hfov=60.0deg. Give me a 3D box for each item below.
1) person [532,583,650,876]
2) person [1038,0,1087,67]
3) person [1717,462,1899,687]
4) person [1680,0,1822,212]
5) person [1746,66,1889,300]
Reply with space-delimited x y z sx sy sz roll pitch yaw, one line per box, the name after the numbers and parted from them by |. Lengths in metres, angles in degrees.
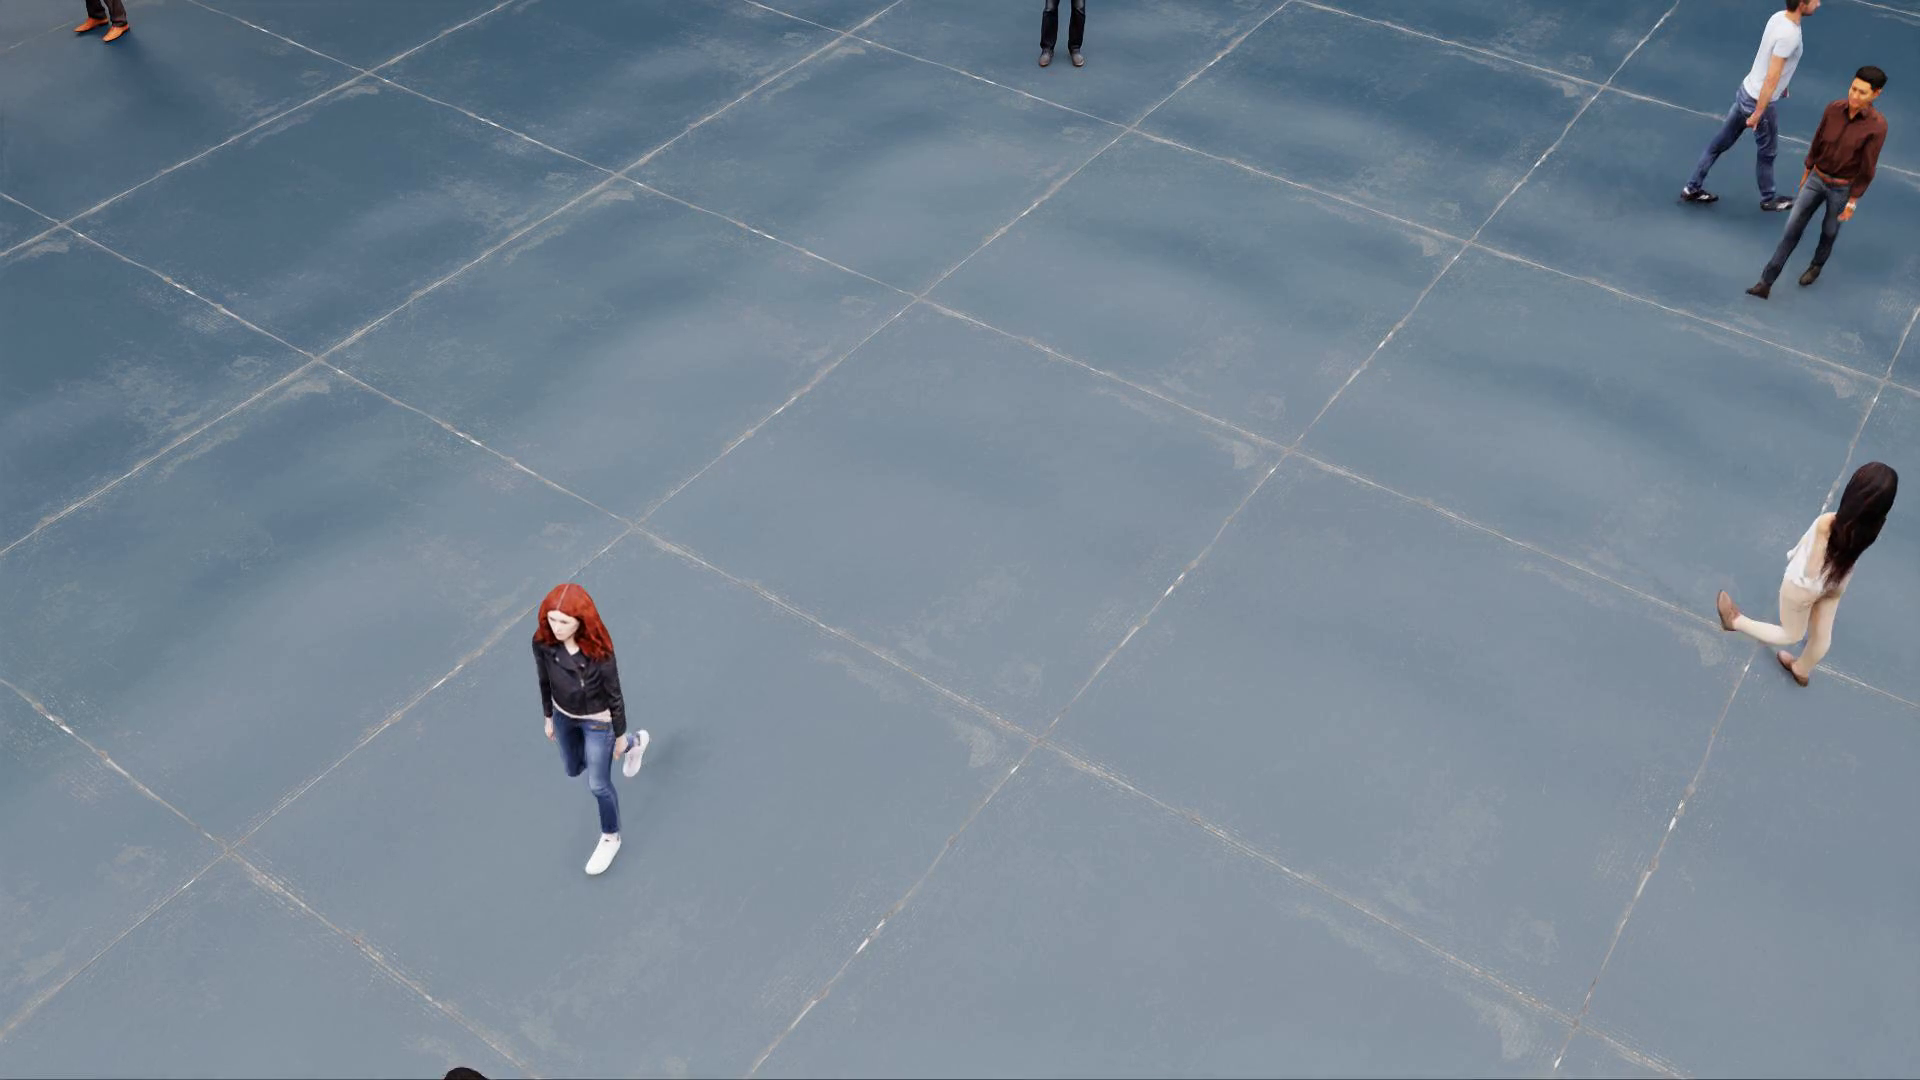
-1.763 0.825 8.032 0.957 1.776 0.795 15 45 15 | person
0.922 -4.952 14.191 0.714 1.815 0.834 3 43 3 | person
4.521 0.127 8.872 0.839 1.650 0.922 -20 47 -20 | person
5.853 -3.282 12.392 1.197 1.829 0.993 3 43 4 | person
6.137 -2.486 11.612 0.943 1.730 1.115 -29 50 -28 | person
